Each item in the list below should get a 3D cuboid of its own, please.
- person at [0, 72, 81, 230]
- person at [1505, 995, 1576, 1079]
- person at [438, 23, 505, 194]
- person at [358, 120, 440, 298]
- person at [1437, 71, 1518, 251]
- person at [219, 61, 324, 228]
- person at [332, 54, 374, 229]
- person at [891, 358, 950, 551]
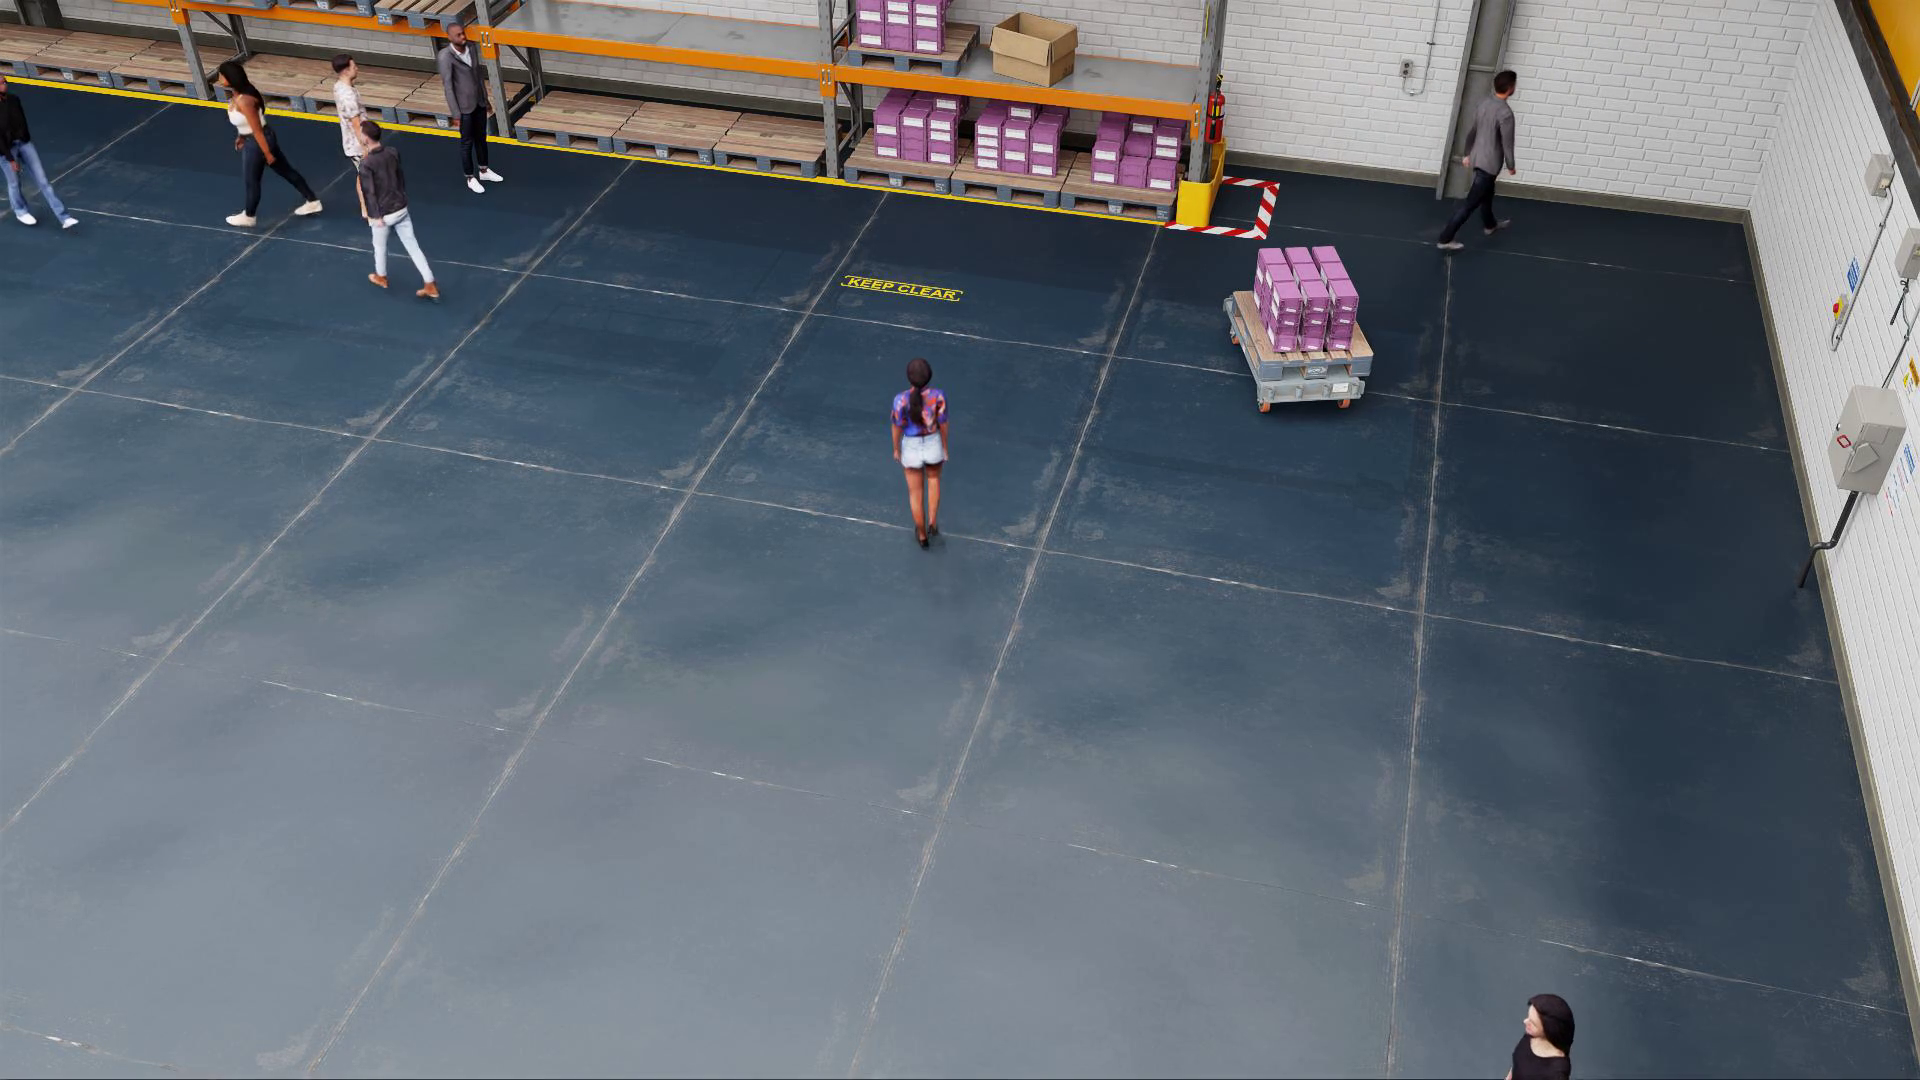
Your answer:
[{"bbox_3d":[-9.749,-3.983,17.059,1.219,1.695,0.852,23,44,26],"label":"person"},{"bbox_3d":[2.942,2.917,8.343,0.719,1.791,0.705,3,39,3],"label":"person"},{"bbox_3d":[-5.271,-4.656,17.805,0.704,1.818,0.781,21,43,24],"label":"person"},{"bbox_3d":[-5.369,-3.108,15.881,1.194,1.798,0.885,20,43,24],"label":"person"},{"bbox_3d":[5.204,-3.738,16.649,1.317,1.825,1.128,-12,40,-14],"label":"person"},{"bbox_3d":[-7.090,-4.069,17.120,1.263,1.754,1.029,-9,40,-12],"label":"person"},{"bbox_3d":[-6.208,-4.111,17.126,0.782,1.812,0.735,-18,42,-21],"label":"person"},{"bbox_3d":[-0.279,-0.618,12.815,0.638,1.735,0.750,-6,39,-8],"label":"person"}]
